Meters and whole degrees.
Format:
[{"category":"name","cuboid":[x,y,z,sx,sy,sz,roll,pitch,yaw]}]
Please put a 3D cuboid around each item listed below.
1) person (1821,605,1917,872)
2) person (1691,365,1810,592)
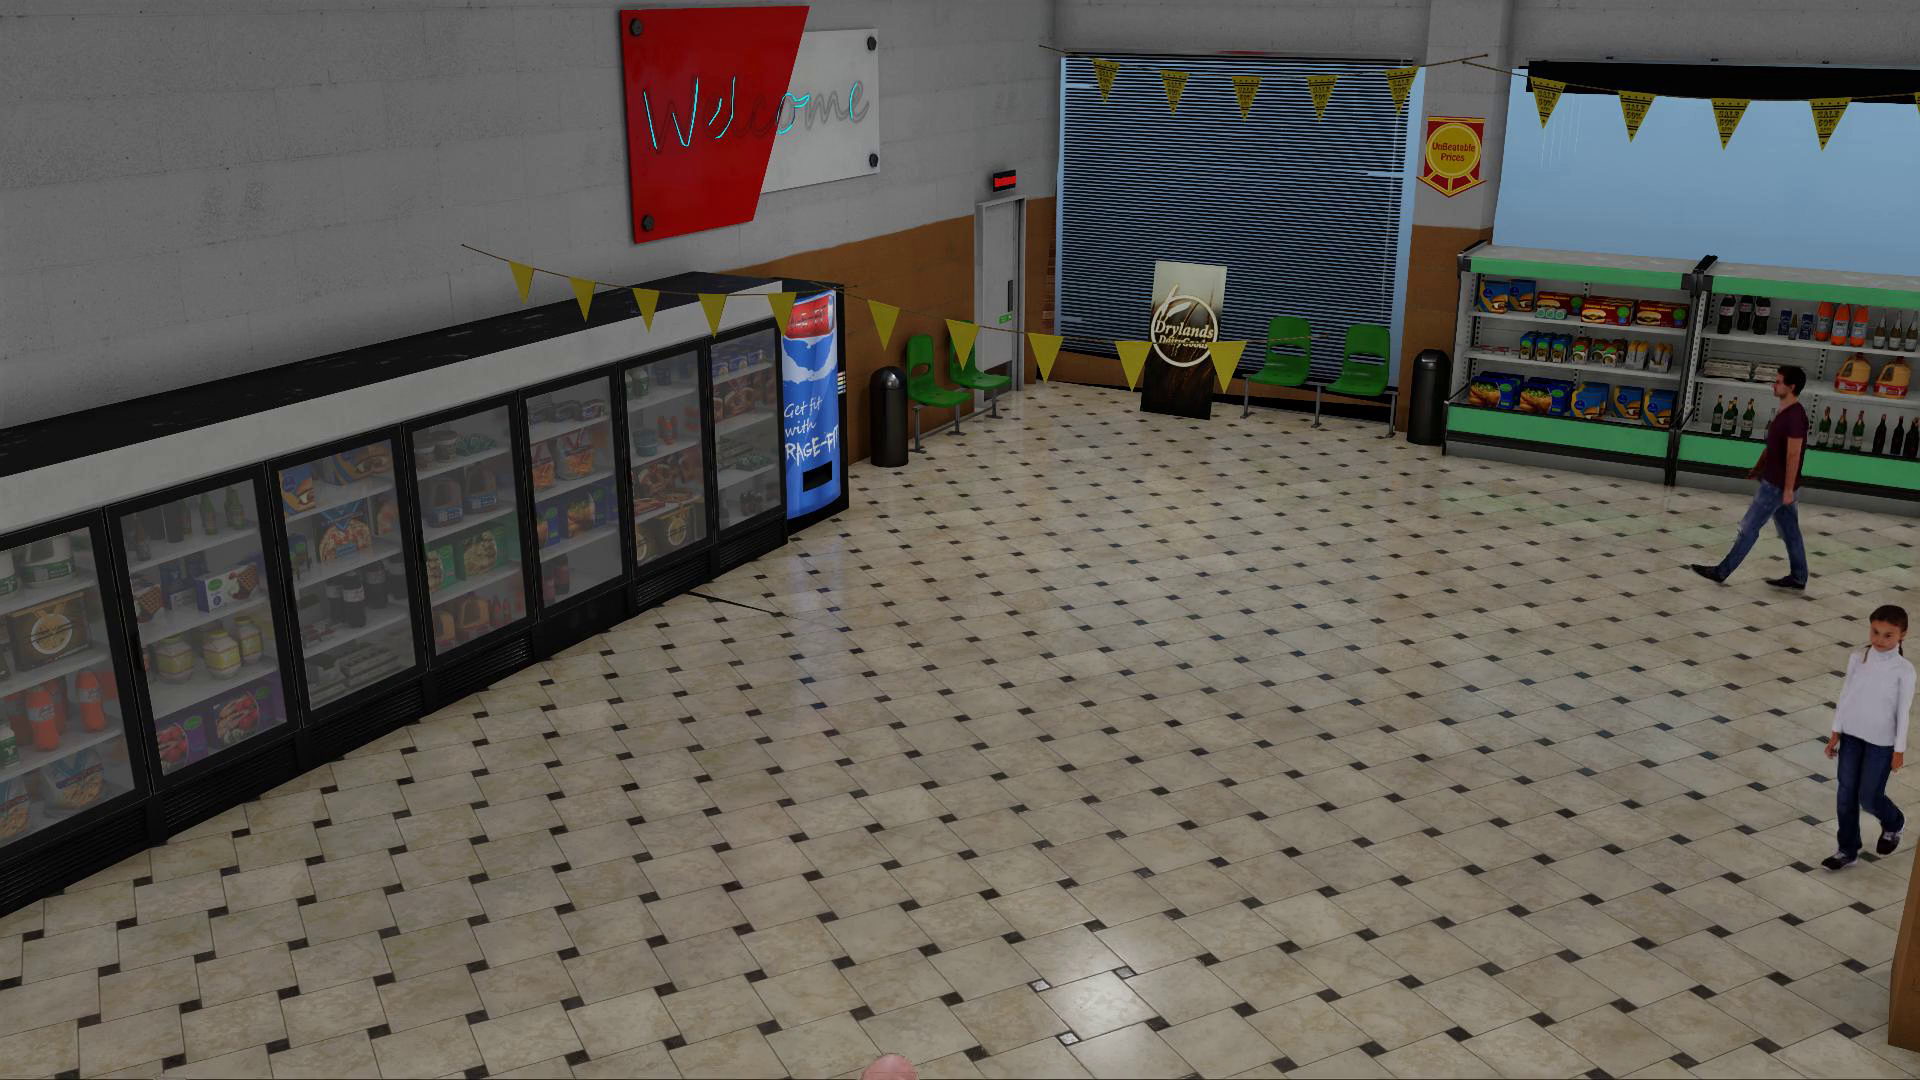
[{"category":"person","cuboid":[4.973,1.065,9.010,0.767,1.539,0.778,-12,22,-31]},{"category":"person","cuboid":[6.529,-0.442,13.057,1.120,1.808,0.769,8,20,23]}]
